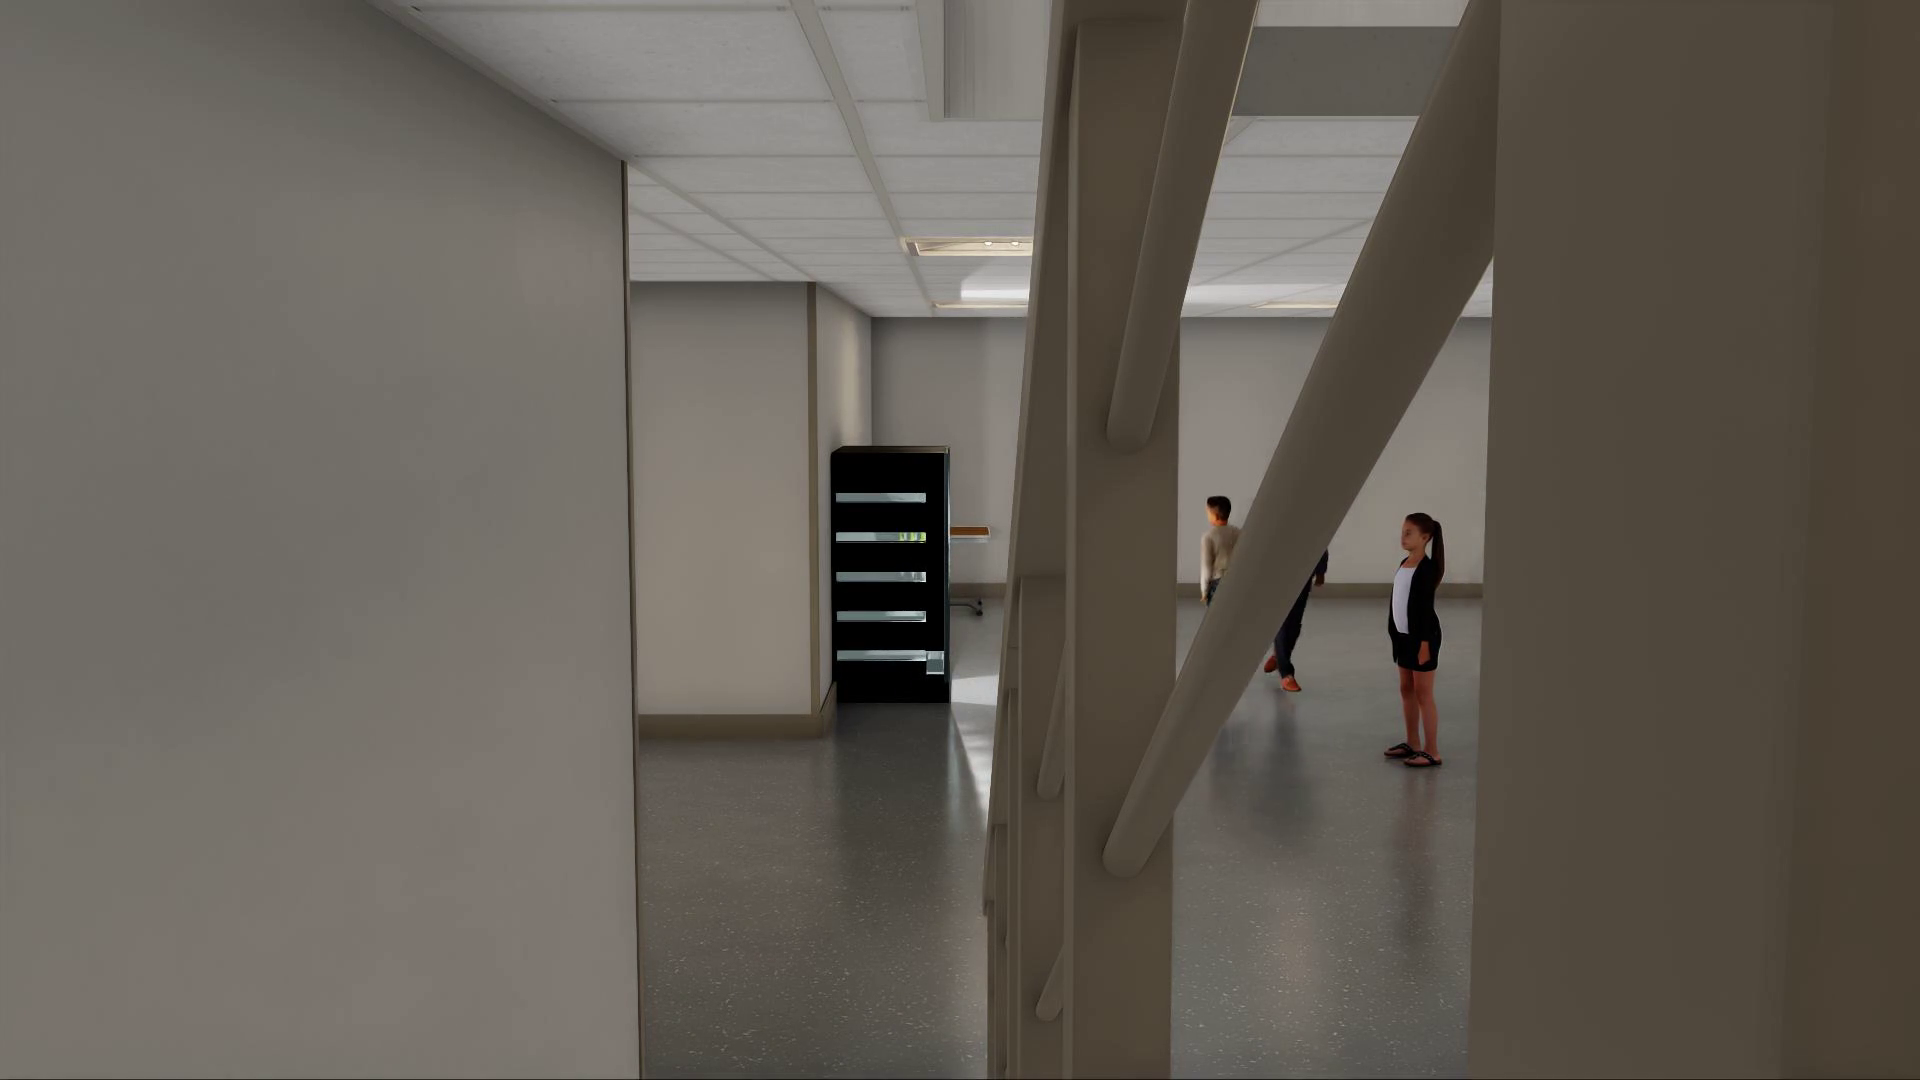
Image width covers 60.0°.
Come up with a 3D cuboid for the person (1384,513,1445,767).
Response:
[{"bbox_3d":[2.834,0.599,10.289,0.636,1.554,0.535,-2,6,-15],"label":"person"}]

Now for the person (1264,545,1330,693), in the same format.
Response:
[{"bbox_3d":[2.490,0.243,12.729,0.784,1.774,1.156,0,6,-2],"label":"person"}]

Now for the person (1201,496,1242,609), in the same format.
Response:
[{"bbox_3d":[2.076,0.396,12.878,0.728,1.440,0.906,-2,6,-19],"label":"person"}]
